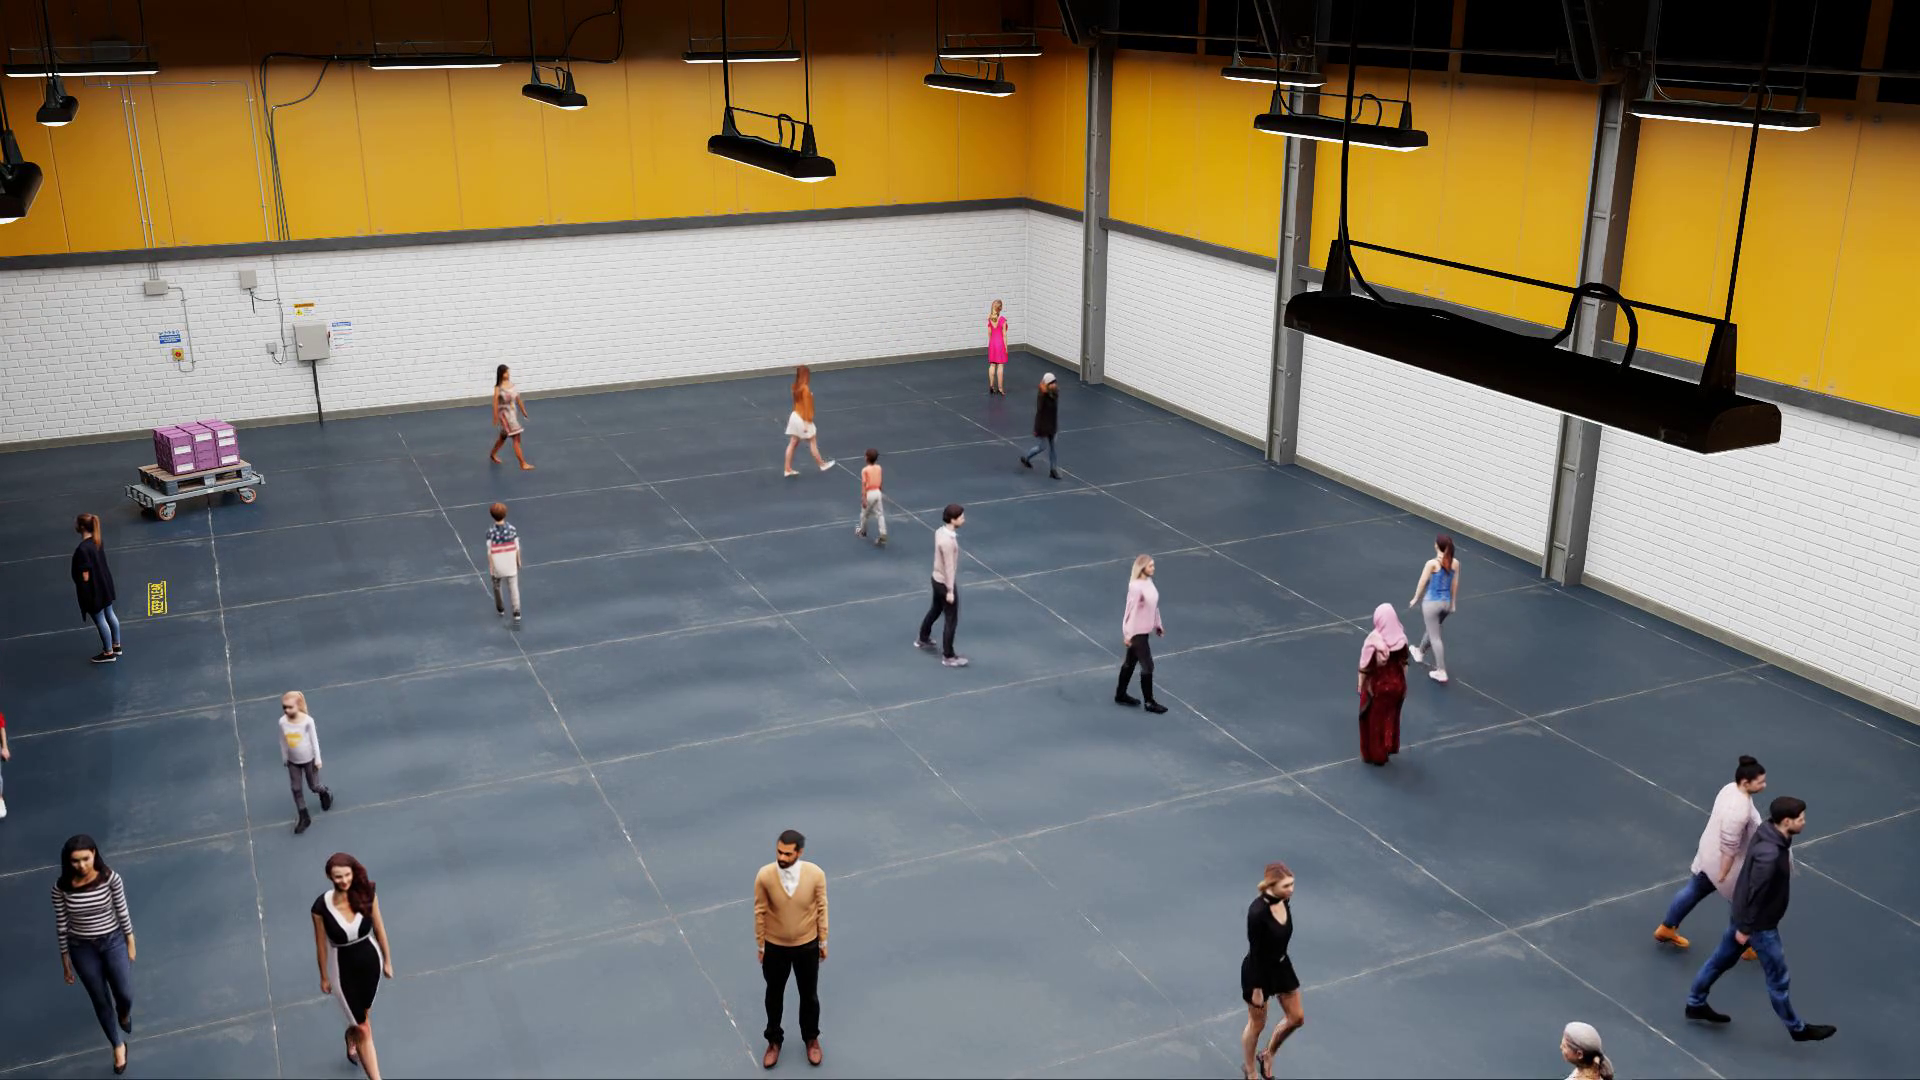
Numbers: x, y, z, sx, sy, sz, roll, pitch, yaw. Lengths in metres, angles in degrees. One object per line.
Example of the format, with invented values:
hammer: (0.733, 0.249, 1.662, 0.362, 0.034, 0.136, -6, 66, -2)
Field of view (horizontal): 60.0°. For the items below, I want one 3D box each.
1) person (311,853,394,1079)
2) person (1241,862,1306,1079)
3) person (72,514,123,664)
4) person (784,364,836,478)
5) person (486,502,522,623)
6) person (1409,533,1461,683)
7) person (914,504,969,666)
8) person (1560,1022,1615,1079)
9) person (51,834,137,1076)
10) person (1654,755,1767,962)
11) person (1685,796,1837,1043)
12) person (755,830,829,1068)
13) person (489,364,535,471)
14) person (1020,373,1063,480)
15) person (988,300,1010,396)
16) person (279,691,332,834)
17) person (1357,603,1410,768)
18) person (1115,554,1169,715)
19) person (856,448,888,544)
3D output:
person: (-4.036, 2.864, 11.062, 0.764, 1.754, 1.139, -14, 23, -35)
person: (1.979, 2.875, 11.033, 0.666, 1.752, 0.692, -16, 24, -39)
person: (-9.426, 0.509, 18.167, 0.772, 1.683, 0.650, 0, 19, 1)
person: (-2.456, -1.747, 24.871, 0.854, 1.680, 1.047, -14, 23, -35)
person: (-5.269, 0.287, 19.259, 0.515, 1.407, 0.947, -8, 20, -22)
person: (5.097, 0.740, 17.658, 0.630, 1.570, 1.036, -7, 20, -19)
person: (-0.144, 0.471, 18.109, 1.003, 1.793, 0.809, -3, 19, -10)
person: (3.618, 3.495, 9.341, 1.197, 1.657, 1.113, 9, 21, 25)
person: (-5.851, 2.769, 11.302, 0.591, 1.782, 0.705, -8, 20, -23)
person: (5.685, 2.391, 12.554, 1.159, 1.698, 1.151, 5, 19, 14)
person: (5.452, 2.632, 11.627, 1.257, 1.833, 1.173, 8, 20, 22)
person: (-1.151, 2.760, 11.374, 0.729, 1.752, 0.704, -2, 19, -5)
person: (-6.968, -1.872, 25.365, 1.188, 1.603, 1.105, 8, 20, 22)
person: (1.236, -1.714, 24.888, 1.066, 1.607, 0.875, 15, 24, 38)
person: (0.668, -3.477, 29.933, 0.600, 1.728, 0.708, 16, 24, 39)
person: (-5.773, 1.912, 14.655, 0.683, 1.266, 0.825, 0, 19, 1)
person: (4.013, 1.383, 15.635, 0.759, 1.644, 0.739, -4, 19, -11)
person: (1.733, 0.924, 16.963, 0.962, 1.665, 0.887, 8, 20, 21)
person: (-1.120, -0.558, 21.958, 0.602, 1.286, 0.938, -12, 22, -33)
